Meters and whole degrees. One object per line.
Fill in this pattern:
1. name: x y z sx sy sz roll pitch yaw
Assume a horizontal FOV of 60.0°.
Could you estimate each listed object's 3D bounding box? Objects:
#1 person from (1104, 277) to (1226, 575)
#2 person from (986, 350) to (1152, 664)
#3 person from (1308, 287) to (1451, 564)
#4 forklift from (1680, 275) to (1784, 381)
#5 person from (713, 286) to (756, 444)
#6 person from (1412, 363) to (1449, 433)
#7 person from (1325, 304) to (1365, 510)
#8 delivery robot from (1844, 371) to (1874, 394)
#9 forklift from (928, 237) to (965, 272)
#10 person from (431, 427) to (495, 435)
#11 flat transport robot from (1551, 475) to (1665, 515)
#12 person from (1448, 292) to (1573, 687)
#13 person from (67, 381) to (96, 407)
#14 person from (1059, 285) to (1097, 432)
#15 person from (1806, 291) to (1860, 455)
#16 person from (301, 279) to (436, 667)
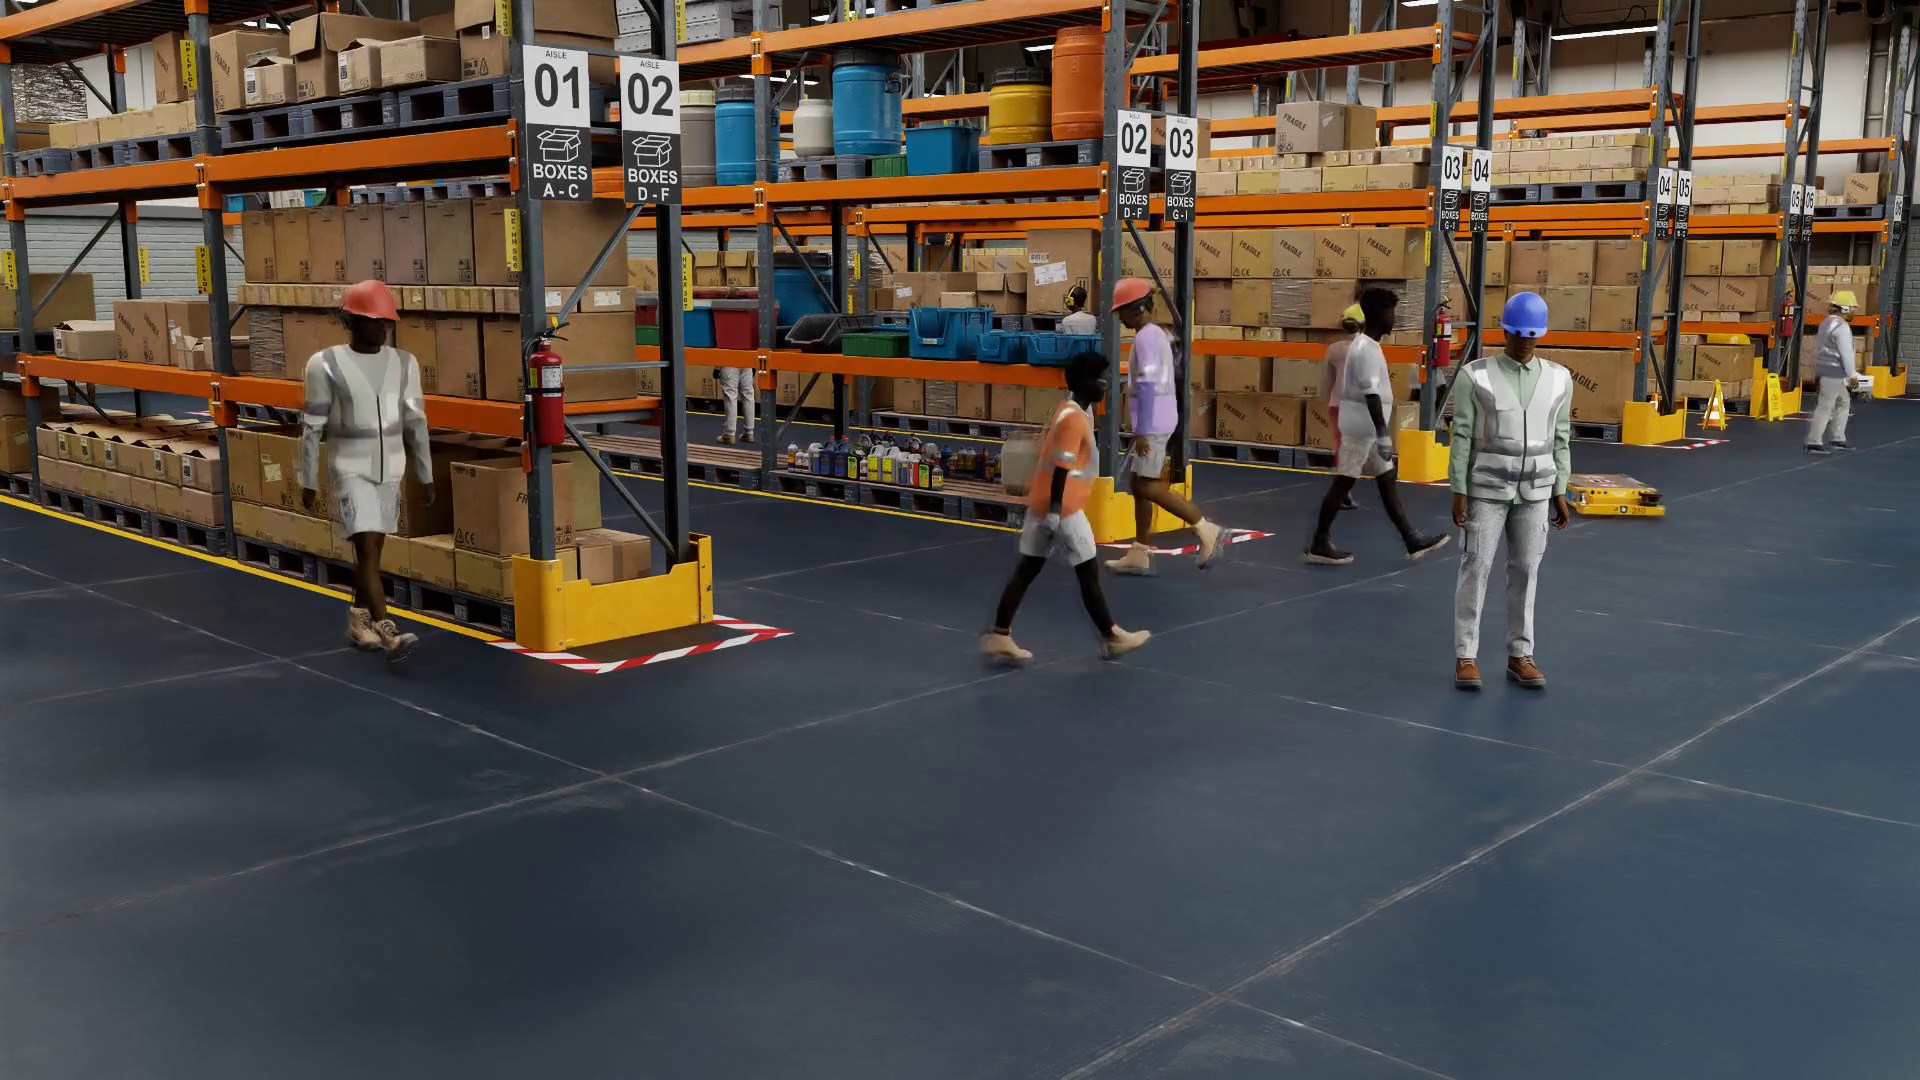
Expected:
1. person: 1.357 -0.751 11.110 0.765 2.001 0.695 2 9 11
2. person: 0.546 -0.163 8.621 0.895 1.626 0.528 -1 9 -6
3. person: 2.904 -0.772 11.478 0.997 1.911 0.635 3 10 15
4. forklift: 12.480 -3.427 27.053 1.214 2.155 2.313 9 13 43
5. person: -2.669 -2.070 19.680 0.625 1.845 0.429 -9 13 -42
6. person: 5.872 -2.137 20.583 0.650 1.675 0.546 8 12 40
7. person: 3.289 -1.113 14.092 0.527 1.754 0.455 8 12 42
8. delivery robot: 13.761 -2.444 25.757 0.707 0.478 0.477 -2 9 -10
9. forklift: -0.326 -5.817 39.609 1.129 2.768 1.873 9 13 43
10. person: -3.964 -0.989 13.213 0.920 1.796 0.557 8 12 39
11. flat transport robot: 5.575 -0.409 14.429 0.652 0.197 1.431 1 9 7
12. person: 2.700 -0.239 8.165 0.604 1.937 0.402 0 9 -3
13. person: -12.282 -2.669 23.079 0.543 1.933 0.363 -8 12 -42
14. person: 1.264 -1.828 18.107 0.521 1.874 0.328 -8 13 -42
15. person: 9.793 -1.850 18.448 0.705 1.805 0.595 2 10 14
16. person: -3.032 -0.349 8.695 1.037 1.981 0.627 8 13 42
